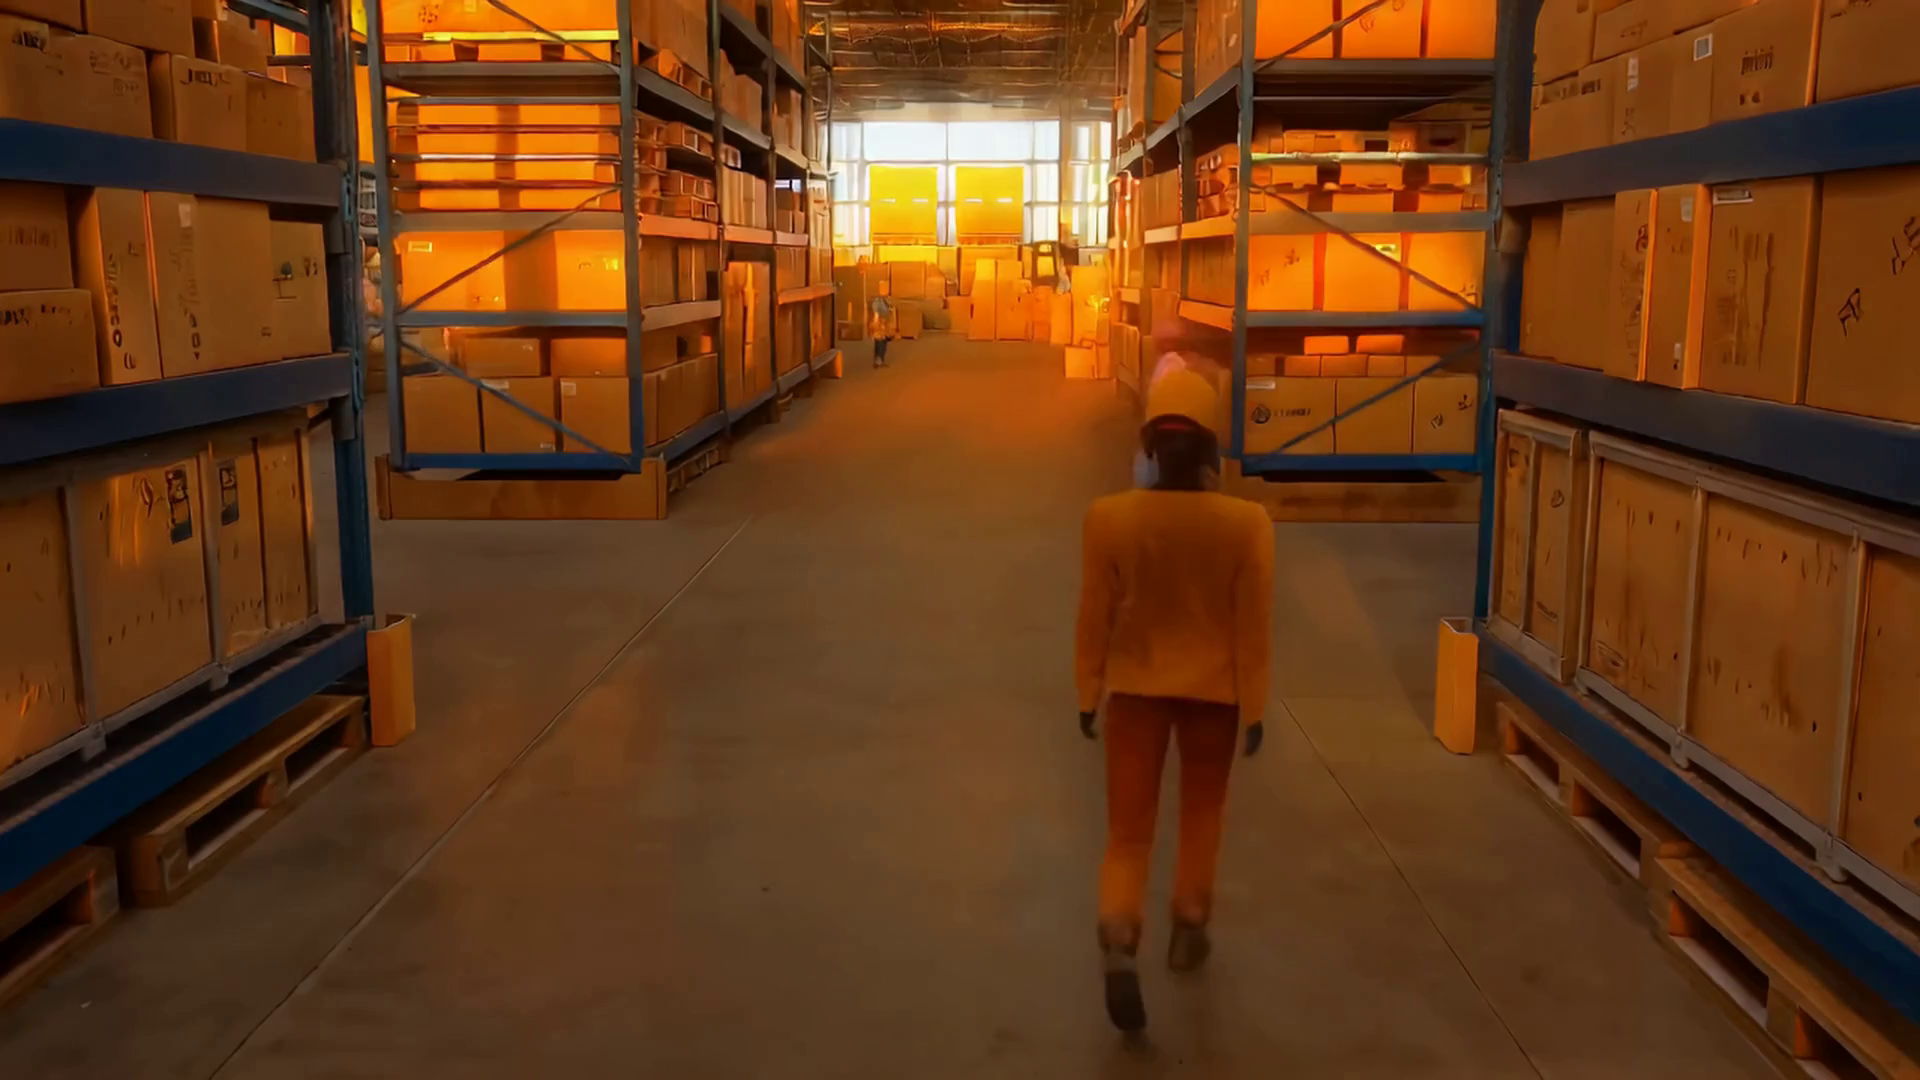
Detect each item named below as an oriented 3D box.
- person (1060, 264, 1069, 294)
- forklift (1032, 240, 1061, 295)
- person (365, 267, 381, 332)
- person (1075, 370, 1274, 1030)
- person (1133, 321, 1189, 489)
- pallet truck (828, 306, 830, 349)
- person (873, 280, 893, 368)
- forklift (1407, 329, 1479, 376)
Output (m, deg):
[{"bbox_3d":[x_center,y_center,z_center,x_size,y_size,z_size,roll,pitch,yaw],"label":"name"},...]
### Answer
[{"bbox_3d":[4.292,-10.427,68.840,0.376,1.935,0.550,-5,11,-26],"label":"person"},{"bbox_3d":[3.176,-9.648,61.353,1.129,2.768,1.873,0,9,1],"label":"forklift"},{"bbox_3d":[-14.037,-5.505,39.455,0.764,1.918,0.549,-1,10,-7],"label":"person"},{"bbox_3d":[0.560,0.417,4.479,0.527,1.742,0.779,2,10,13],"label":"person"},{"bbox_3d":[1.371,-0.710,11.606,0.707,1.613,0.520,-2,10,-11],"label":"person"},{"bbox_3d":[-3.100,-3.940,29.800,1.885,1.965,0.823,3,10,19],"label":"pallet truck"},{"bbox_3d":[-1.483,-4.152,31.984,0.322,1.692,0.533,5,11,26],"label":"person"},{"bbox_3d":[7.077,-3.506,24.564,1.129,2.768,1.873,-4,10,-24],"label":"forklift"}]
